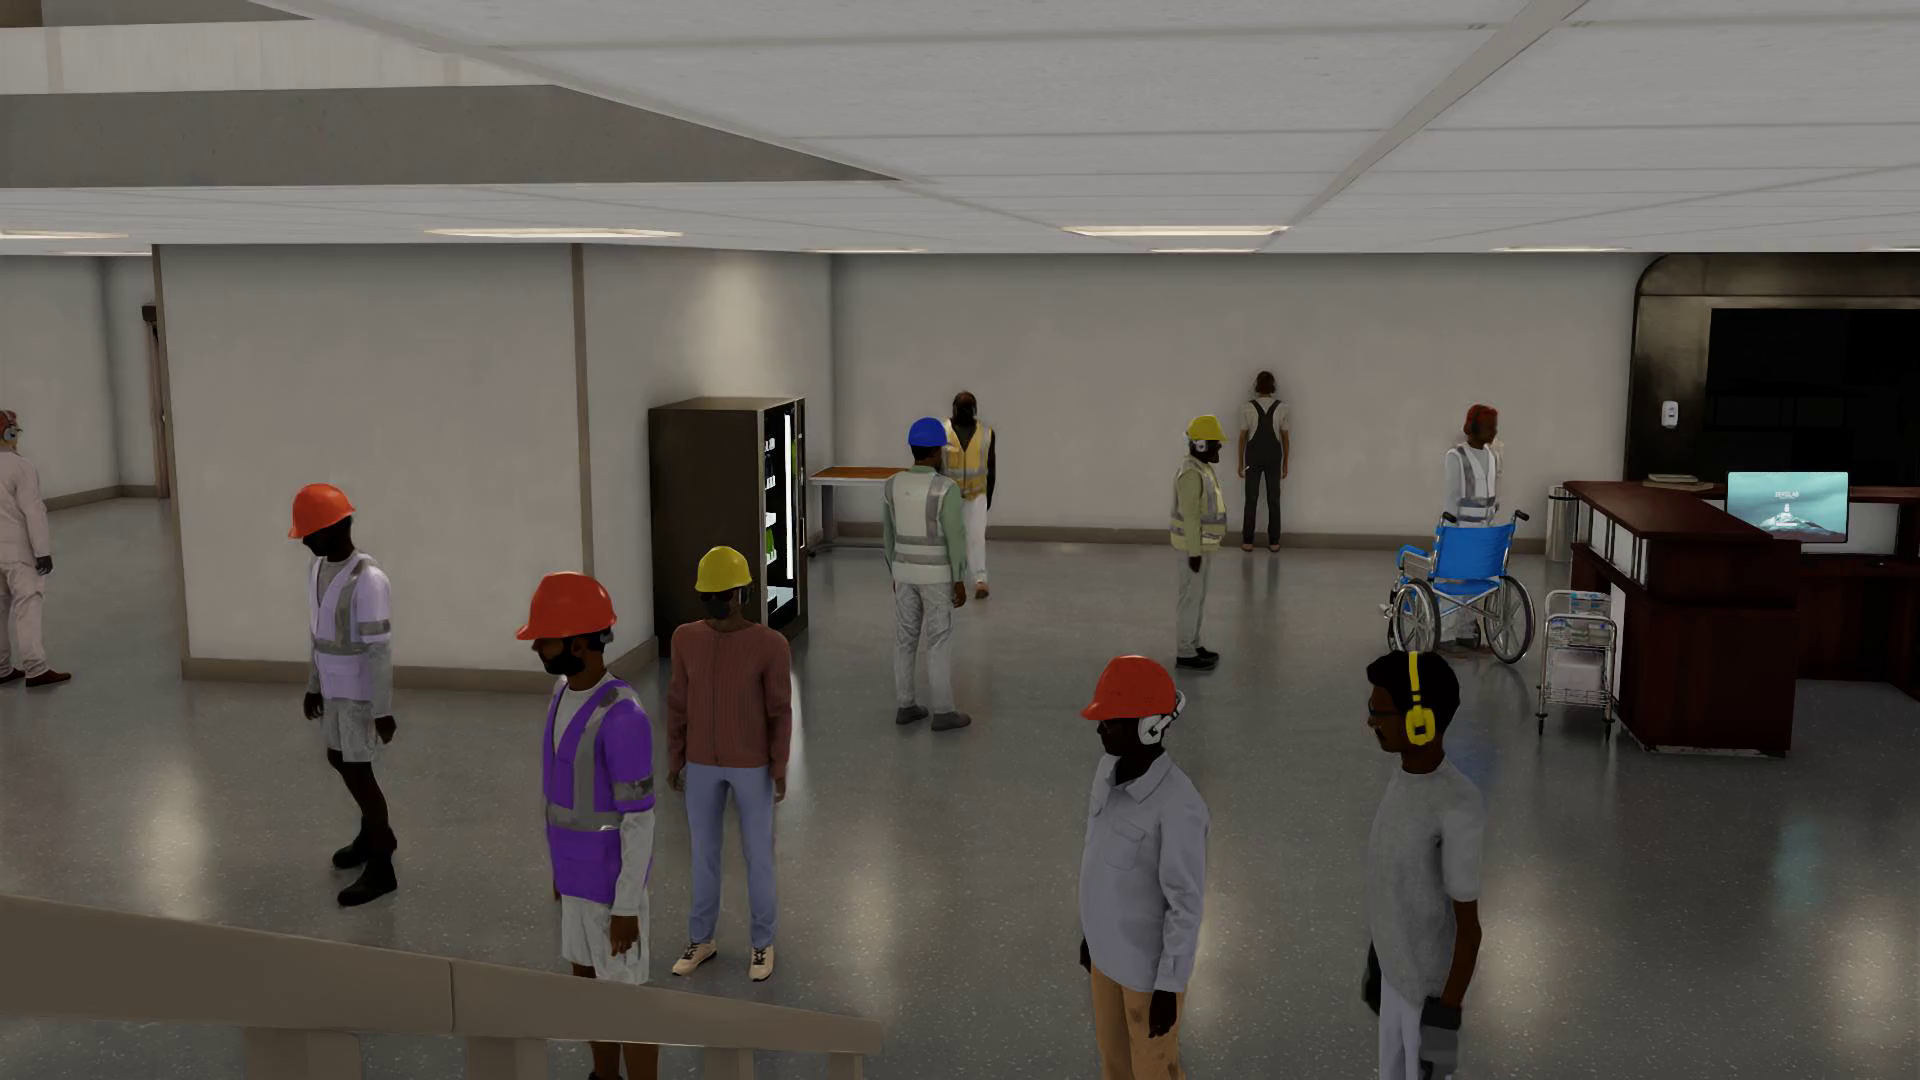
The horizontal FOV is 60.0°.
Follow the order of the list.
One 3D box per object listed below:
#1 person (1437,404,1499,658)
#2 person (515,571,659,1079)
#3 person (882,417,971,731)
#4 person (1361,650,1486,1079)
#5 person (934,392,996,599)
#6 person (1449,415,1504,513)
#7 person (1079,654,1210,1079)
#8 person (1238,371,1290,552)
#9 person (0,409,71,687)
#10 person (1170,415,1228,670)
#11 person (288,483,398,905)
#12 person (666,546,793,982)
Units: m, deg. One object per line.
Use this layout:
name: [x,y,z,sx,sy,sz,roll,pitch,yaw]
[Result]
person: [3.759,-0.066,12.264,0.597,1.872,0.362,-7,11,-36]
person: [-1.158,1.048,5.206,0.374,1.934,0.548,-6,11,-34]
person: [-0.209,0.212,10.319,0.603,1.949,0.384,7,11,36]
person: [1.207,1.204,4.465,0.331,1.865,0.519,-1,9,-5]
person: [0.020,-0.393,14.549,0.629,1.791,0.968,-1,9,-6]
person: [4.648,-0.390,15.044,0.504,1.627,0.285,6,11,32]
person: [0.499,1.192,4.871,0.324,1.752,0.562,-4,10,-23]
person: [3.070,-0.787,16.827,0.506,1.838,0.338,1,9,6]
person: [-6.493,0.058,11.406,0.642,1.907,0.410,3,10,16]
person: [1.712,0.015,11.931,0.403,1.827,0.600,3,10,16]
person: [-2.771,0.670,7.618,0.727,1.909,0.573,9,13,44]
person: [-0.931,0.895,6.674,0.522,1.769,0.318,2,9,12]
